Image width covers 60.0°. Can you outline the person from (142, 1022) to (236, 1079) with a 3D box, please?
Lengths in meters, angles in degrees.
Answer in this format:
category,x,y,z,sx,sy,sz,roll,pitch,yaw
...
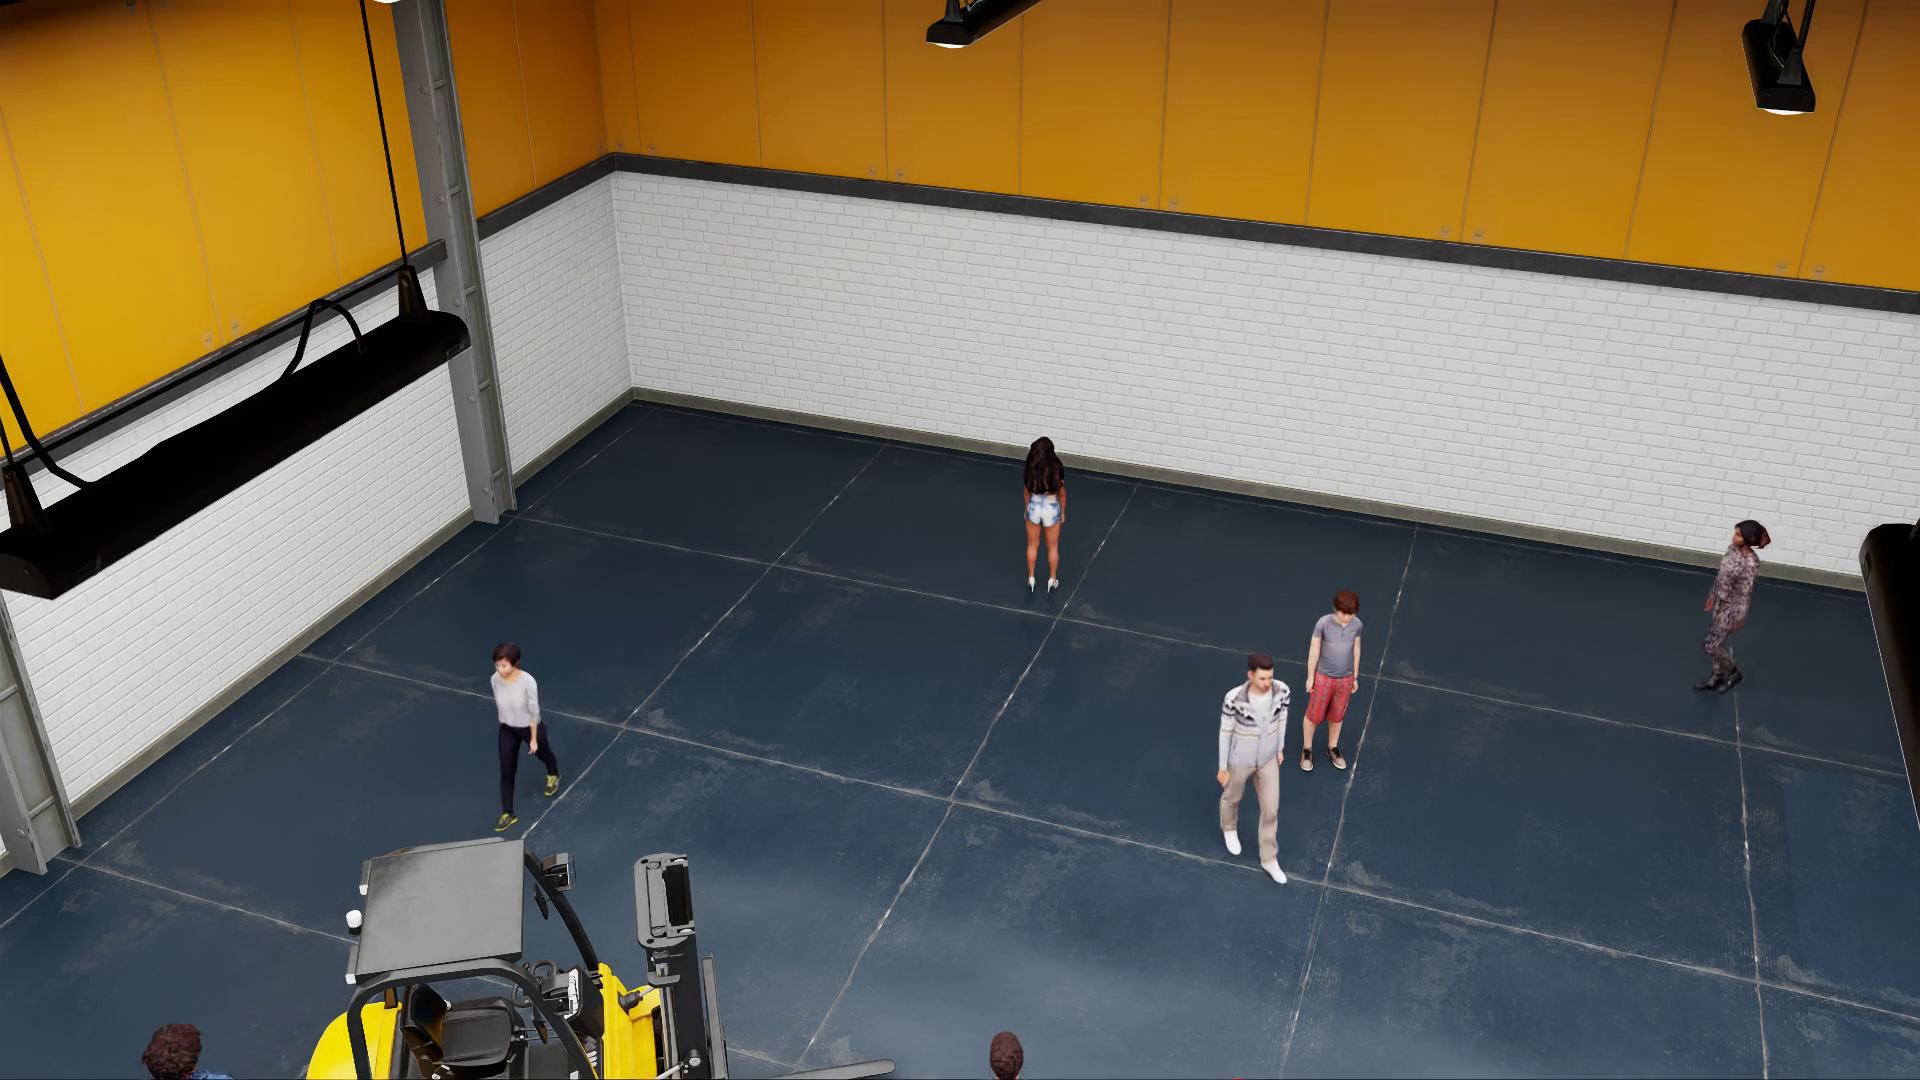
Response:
category,x,y,z,sx,sy,sz,roll,pitch,yaw
person,-4.084,3.453,9.012,1.022,1.771,1.248,-3,29,-6

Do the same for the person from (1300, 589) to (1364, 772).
category,x,y,z,sx,sy,sz,roll,pitch,yaw
person,3.013,1.097,13.457,0.658,1.650,0.656,-2,29,-4

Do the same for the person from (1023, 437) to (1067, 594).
category,x,y,z,sx,sy,sz,roll,pitch,yaw
person,0.798,-0.239,15.932,0.588,1.626,0.590,6,29,10

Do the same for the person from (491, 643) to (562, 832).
category,x,y,z,sx,sy,sz,roll,pitch,yaw
person,-3.367,1.438,12.977,0.673,1.511,1.078,5,29,10

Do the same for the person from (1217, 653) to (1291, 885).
category,x,y,z,sx,sy,sz,roll,pitch,yaw
person,2.146,1.569,12.406,1.018,1.829,1.140,-5,29,-10

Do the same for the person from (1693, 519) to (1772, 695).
category,x,y,z,sx,sy,sz,roll,pitch,yaw
person,6.716,0.588,14.331,0.727,1.708,0.668,2,29,3
